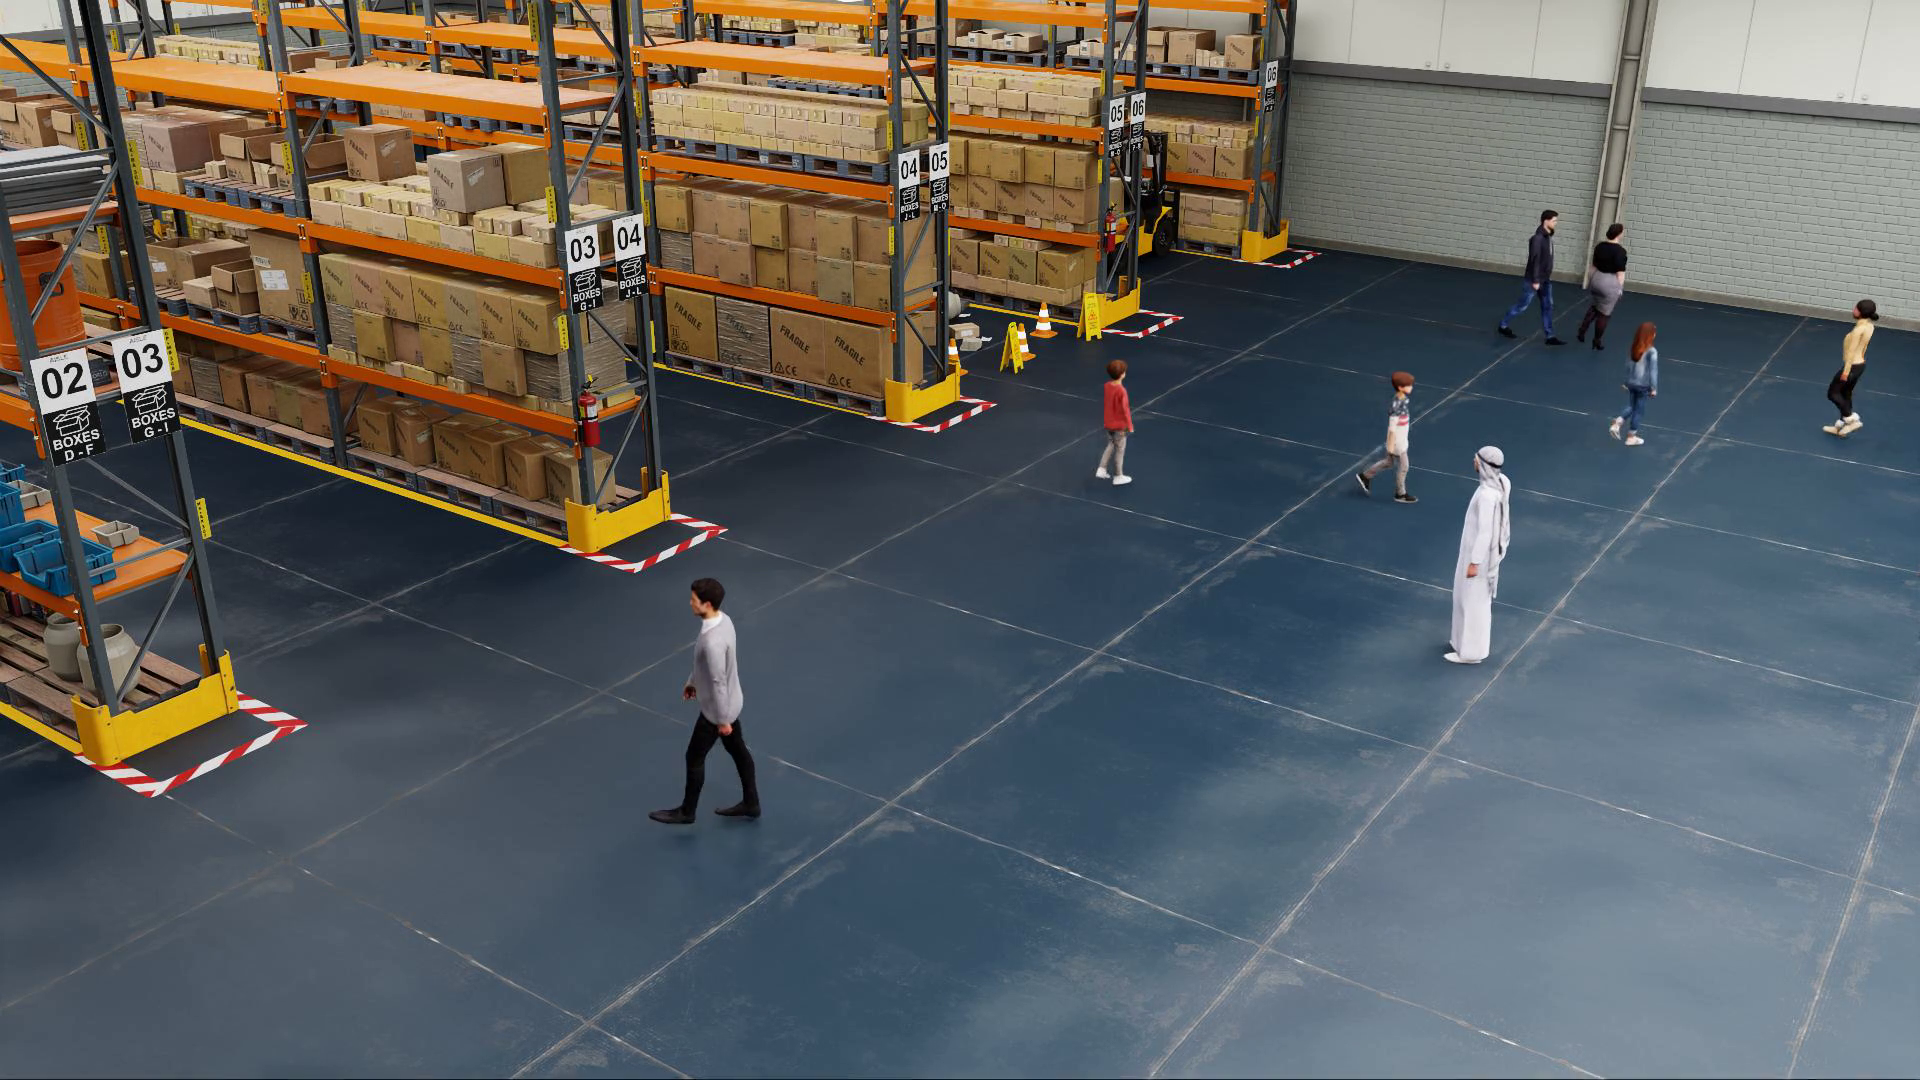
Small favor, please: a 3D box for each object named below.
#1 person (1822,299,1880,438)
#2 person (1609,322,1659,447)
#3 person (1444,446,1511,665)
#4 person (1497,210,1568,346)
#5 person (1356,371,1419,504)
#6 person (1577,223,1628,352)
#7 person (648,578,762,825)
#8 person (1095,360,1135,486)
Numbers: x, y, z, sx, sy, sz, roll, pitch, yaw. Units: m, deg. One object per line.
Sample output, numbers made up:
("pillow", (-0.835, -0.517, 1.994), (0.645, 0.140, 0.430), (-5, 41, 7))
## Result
("person", (10.417, -1.963, 19.284), (0.688, 1.650, 0.748), (-19, 30, -38))
("person", (7.741, -1.773, 19.070), (0.801, 1.468, 0.746), (-7, 24, -16))
("person", (4.391, 0.121, 14.032), (0.682, 1.925, 0.741), (10, 25, 22))
("person", (7.846, -3.598, 22.879), (1.257, 1.844, 0.796), (19, 30, 38))
("person", (4.543, -1.092, 17.531), (0.951, 1.419, 0.684), (8, 24, 18))
("person", (8.687, -3.415, 22.571), (0.896, 1.749, 0.836), (-9, 25, -21))
("person", (-1.599, 1.149, 11.654), (1.173, 1.894, 1.063), (0, 23, 0))
("person", (1.644, -1.255, 17.924), (0.706, 1.412, 0.645), (-13, 26, -28))
